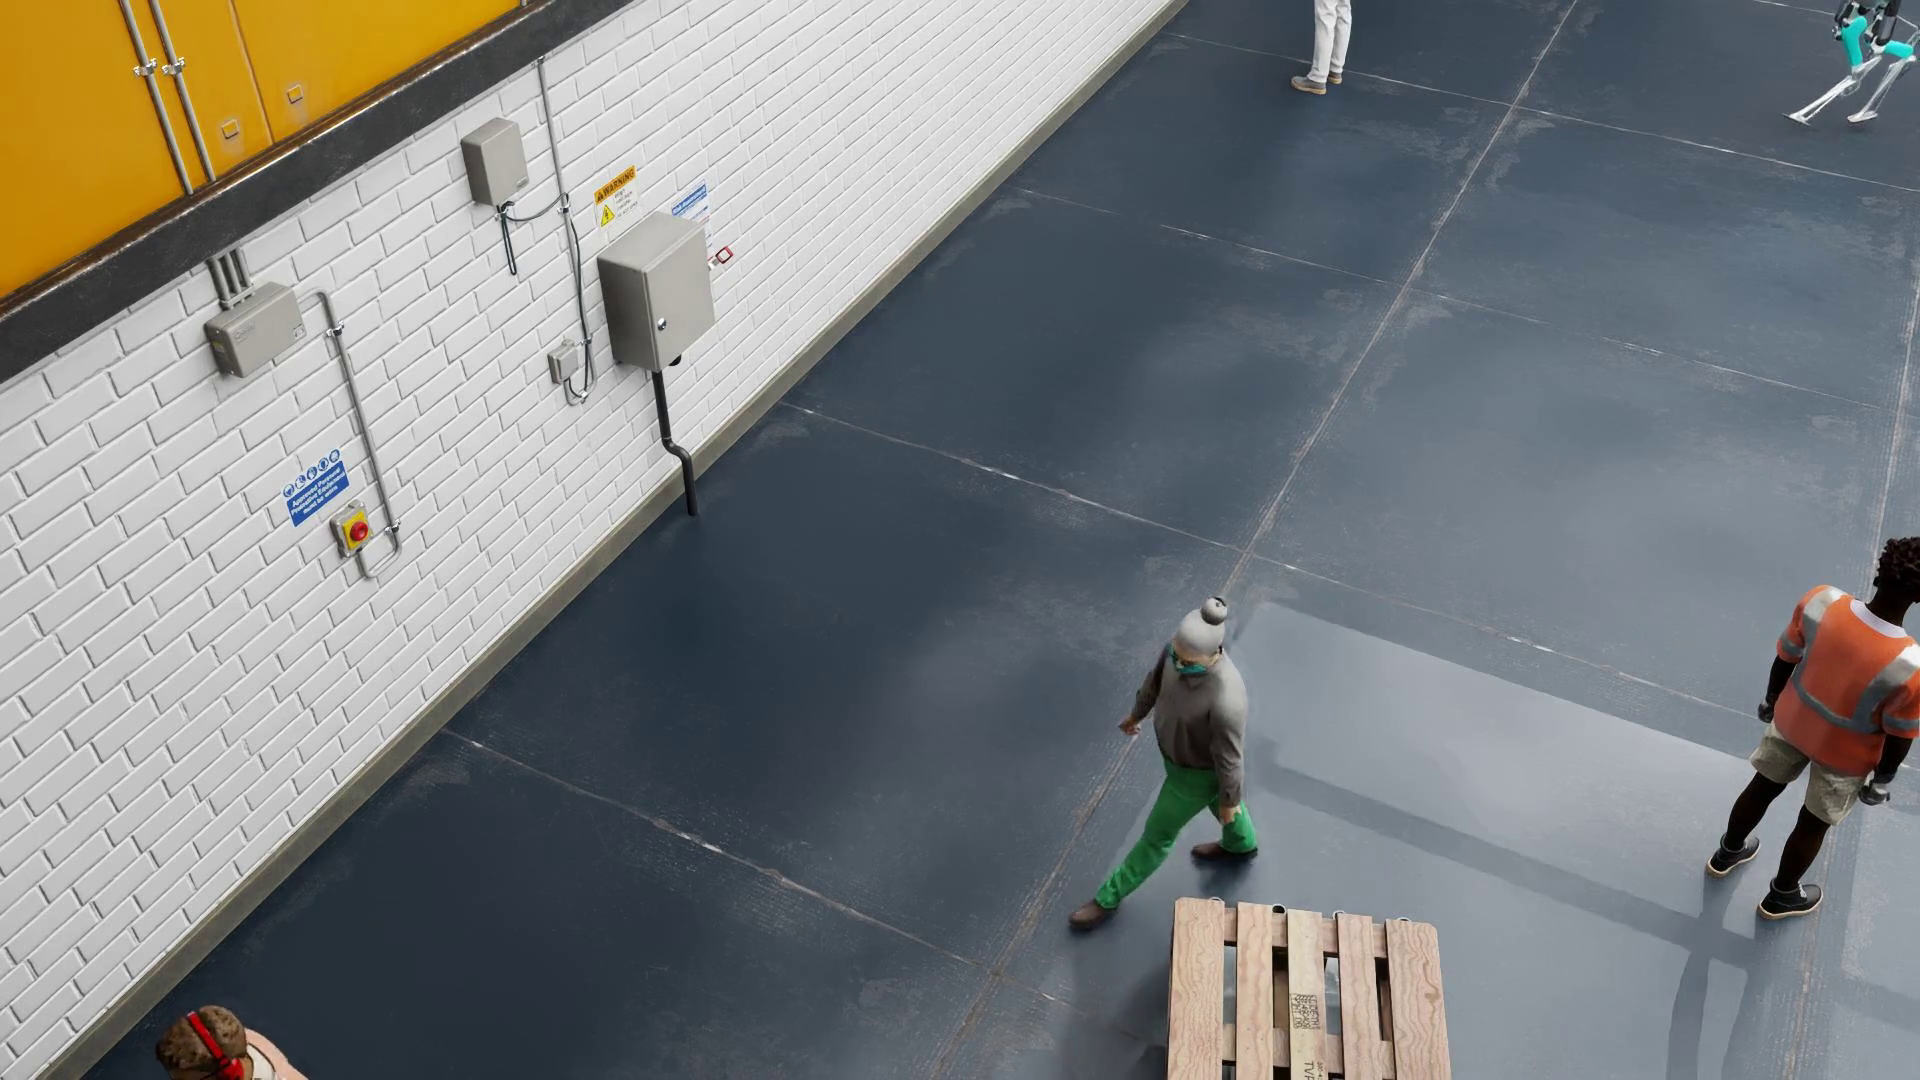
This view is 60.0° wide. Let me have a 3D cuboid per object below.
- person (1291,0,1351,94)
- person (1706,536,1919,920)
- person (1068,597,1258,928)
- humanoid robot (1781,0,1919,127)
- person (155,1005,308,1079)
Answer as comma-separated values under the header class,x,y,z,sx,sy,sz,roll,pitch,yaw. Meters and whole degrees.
class,x,y,z,sx,sy,sz,roll,pitch,yaw
person,2.838,-4.323,12.615,0.361,1.882,0.573,33,51,32
person,3.480,0.767,6.650,0.361,1.965,0.612,-21,45,-22
person,0.910,0.842,6.693,0.950,1.803,0.602,-10,42,-11
humanoid robot,6.663,-3.758,12.067,1.022,1.730,0.550,-10,42,-12
person,-2.113,2.017,5.311,0.567,1.822,0.650,30,49,30
